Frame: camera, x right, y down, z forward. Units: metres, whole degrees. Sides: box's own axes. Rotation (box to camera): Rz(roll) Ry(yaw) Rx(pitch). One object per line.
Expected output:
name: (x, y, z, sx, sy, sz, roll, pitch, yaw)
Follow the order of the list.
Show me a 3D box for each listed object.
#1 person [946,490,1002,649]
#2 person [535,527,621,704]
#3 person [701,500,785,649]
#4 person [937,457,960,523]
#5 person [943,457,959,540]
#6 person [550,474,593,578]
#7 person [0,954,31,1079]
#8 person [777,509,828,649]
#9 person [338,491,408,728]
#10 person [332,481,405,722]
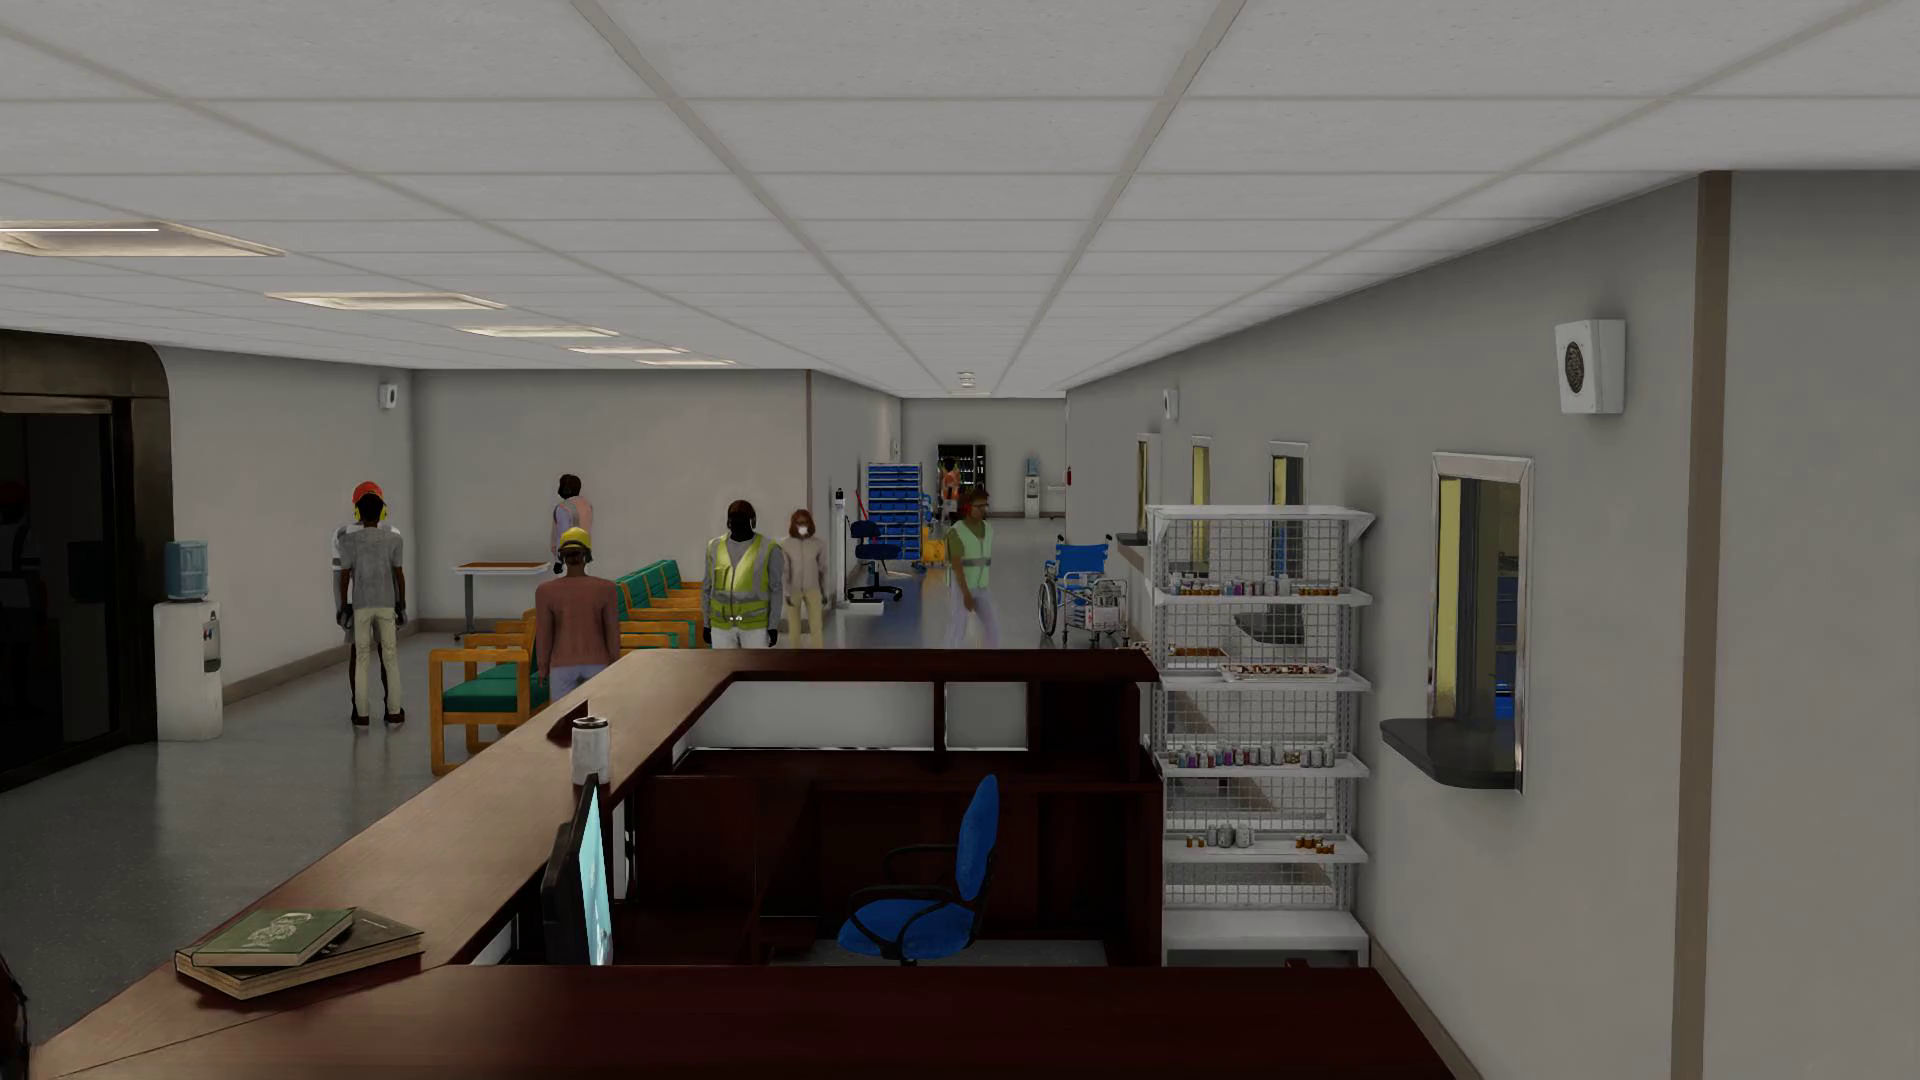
person: (0.188, 0.464, 14.736, 0.837, 1.807, 0.577, 4, 5, 42)
person: (-2.392, 0.800, 10.427, 0.523, 1.760, 0.327, -1, 4, -15)
person: (-1.623, 0.623, 12.316, 0.627, 1.846, 0.429, 1, 4, 10)
person: (-0.254, -1.169, 39.239, 0.511, 1.569, 0.873, -2, 5, -28)
person: (-0.191, -0.836, 33.773, 0.322, 1.698, 0.533, 1, 4, 9)
person: (-4.288, 0.196, 18.301, 0.429, 1.847, 0.626, 1, 4, 15)
person: (-1.206, 1.366, 1.995, 0.633, 1.836, 0.429, -2, 5, -29)
person: (-1.453, 0.515, 15.543, 0.501, 1.591, 0.846, -1, 4, -15)
person: (-4.642, 0.549, 13.171, 0.507, 1.872, 0.329, -2, 4, -21)
person: (-4.762, 0.497, 13.417, 0.545, 1.939, 0.374, -1, 4, -7)
